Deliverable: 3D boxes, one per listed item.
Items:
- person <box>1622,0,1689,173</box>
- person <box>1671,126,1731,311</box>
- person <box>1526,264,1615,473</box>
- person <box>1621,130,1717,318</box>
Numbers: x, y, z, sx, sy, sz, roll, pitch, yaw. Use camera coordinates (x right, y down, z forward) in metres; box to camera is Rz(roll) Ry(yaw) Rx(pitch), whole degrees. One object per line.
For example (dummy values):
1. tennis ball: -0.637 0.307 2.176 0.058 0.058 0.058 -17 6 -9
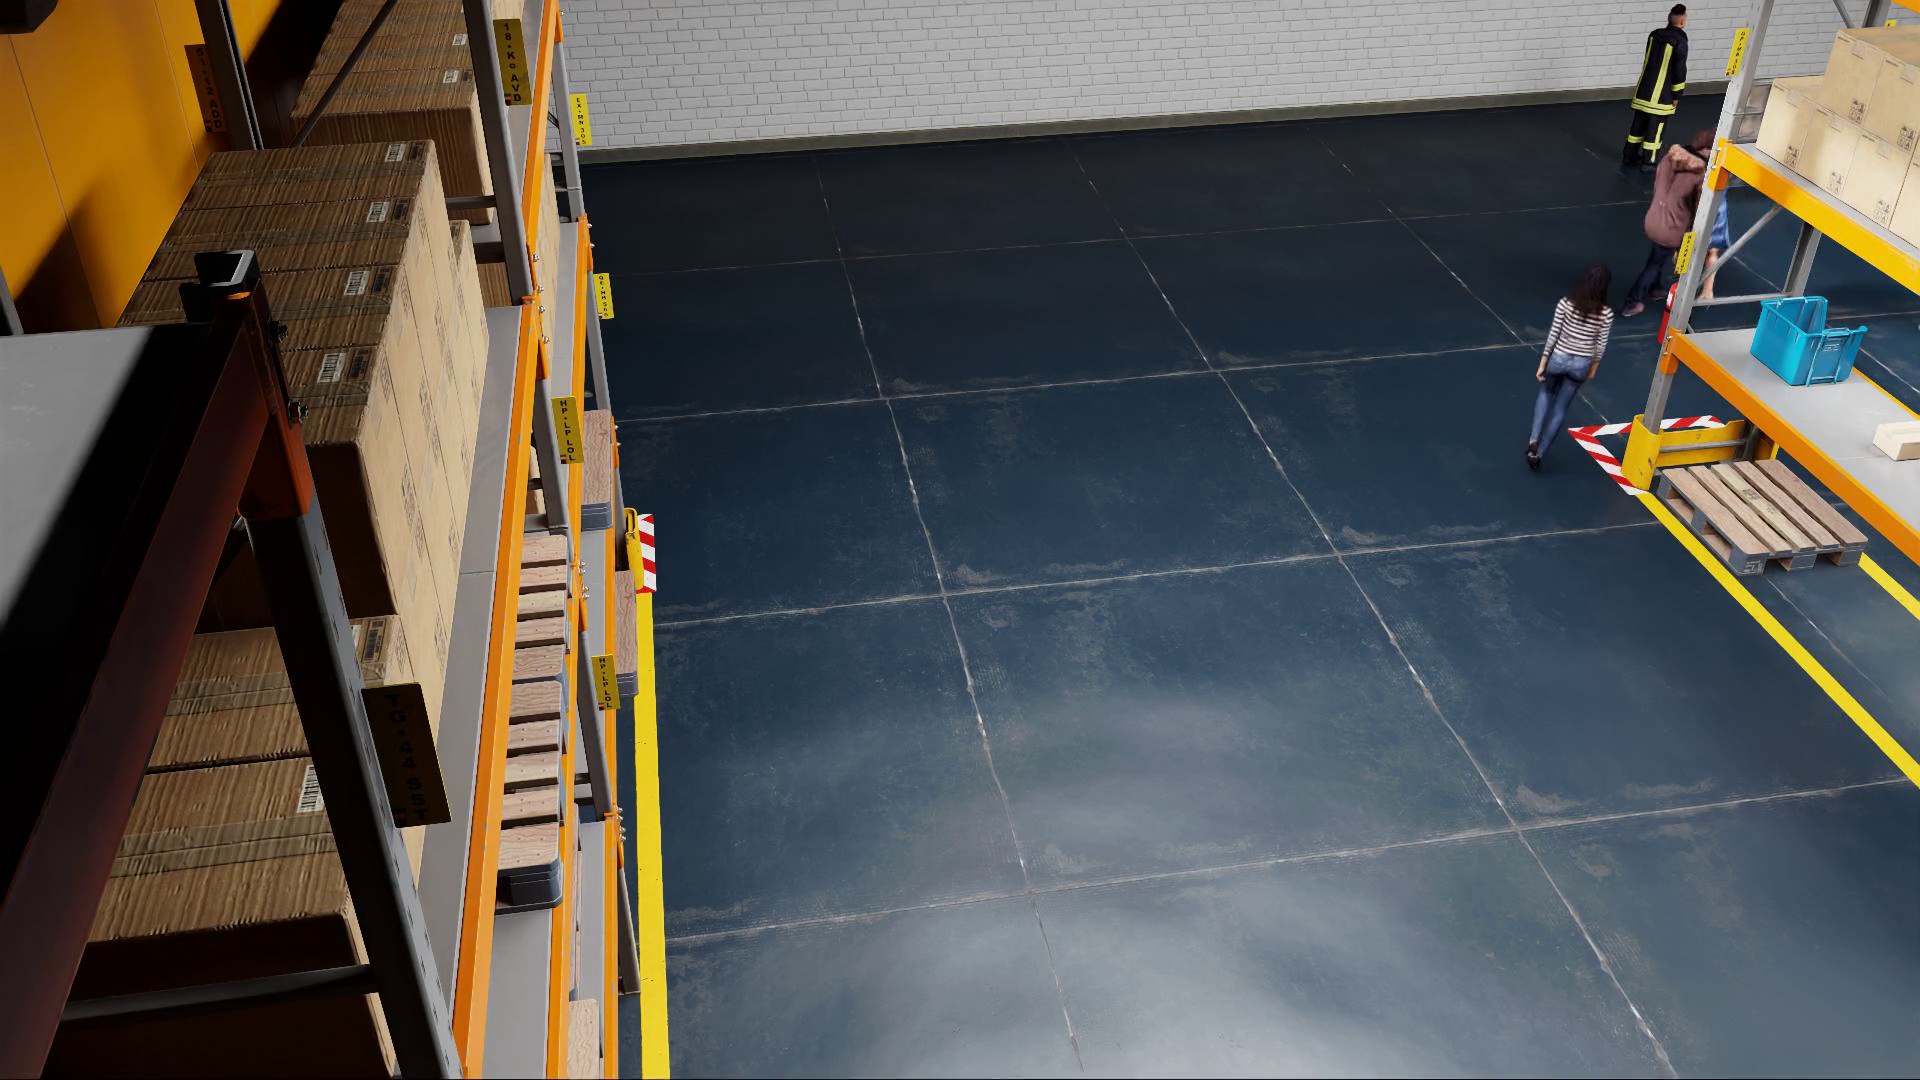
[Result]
1. person: 7.815 -5.078 18.615 0.874 1.857 0.729 -15 37 -22
2. person: 6.993 -2.924 15.446 0.955 1.780 0.901 28 43 35
3. person: 4.742 -1.273 12.971 0.744 1.770 0.782 9 35 13
4. person: 6.493 -2.896 15.386 0.927 1.798 0.940 -15 36 -21
